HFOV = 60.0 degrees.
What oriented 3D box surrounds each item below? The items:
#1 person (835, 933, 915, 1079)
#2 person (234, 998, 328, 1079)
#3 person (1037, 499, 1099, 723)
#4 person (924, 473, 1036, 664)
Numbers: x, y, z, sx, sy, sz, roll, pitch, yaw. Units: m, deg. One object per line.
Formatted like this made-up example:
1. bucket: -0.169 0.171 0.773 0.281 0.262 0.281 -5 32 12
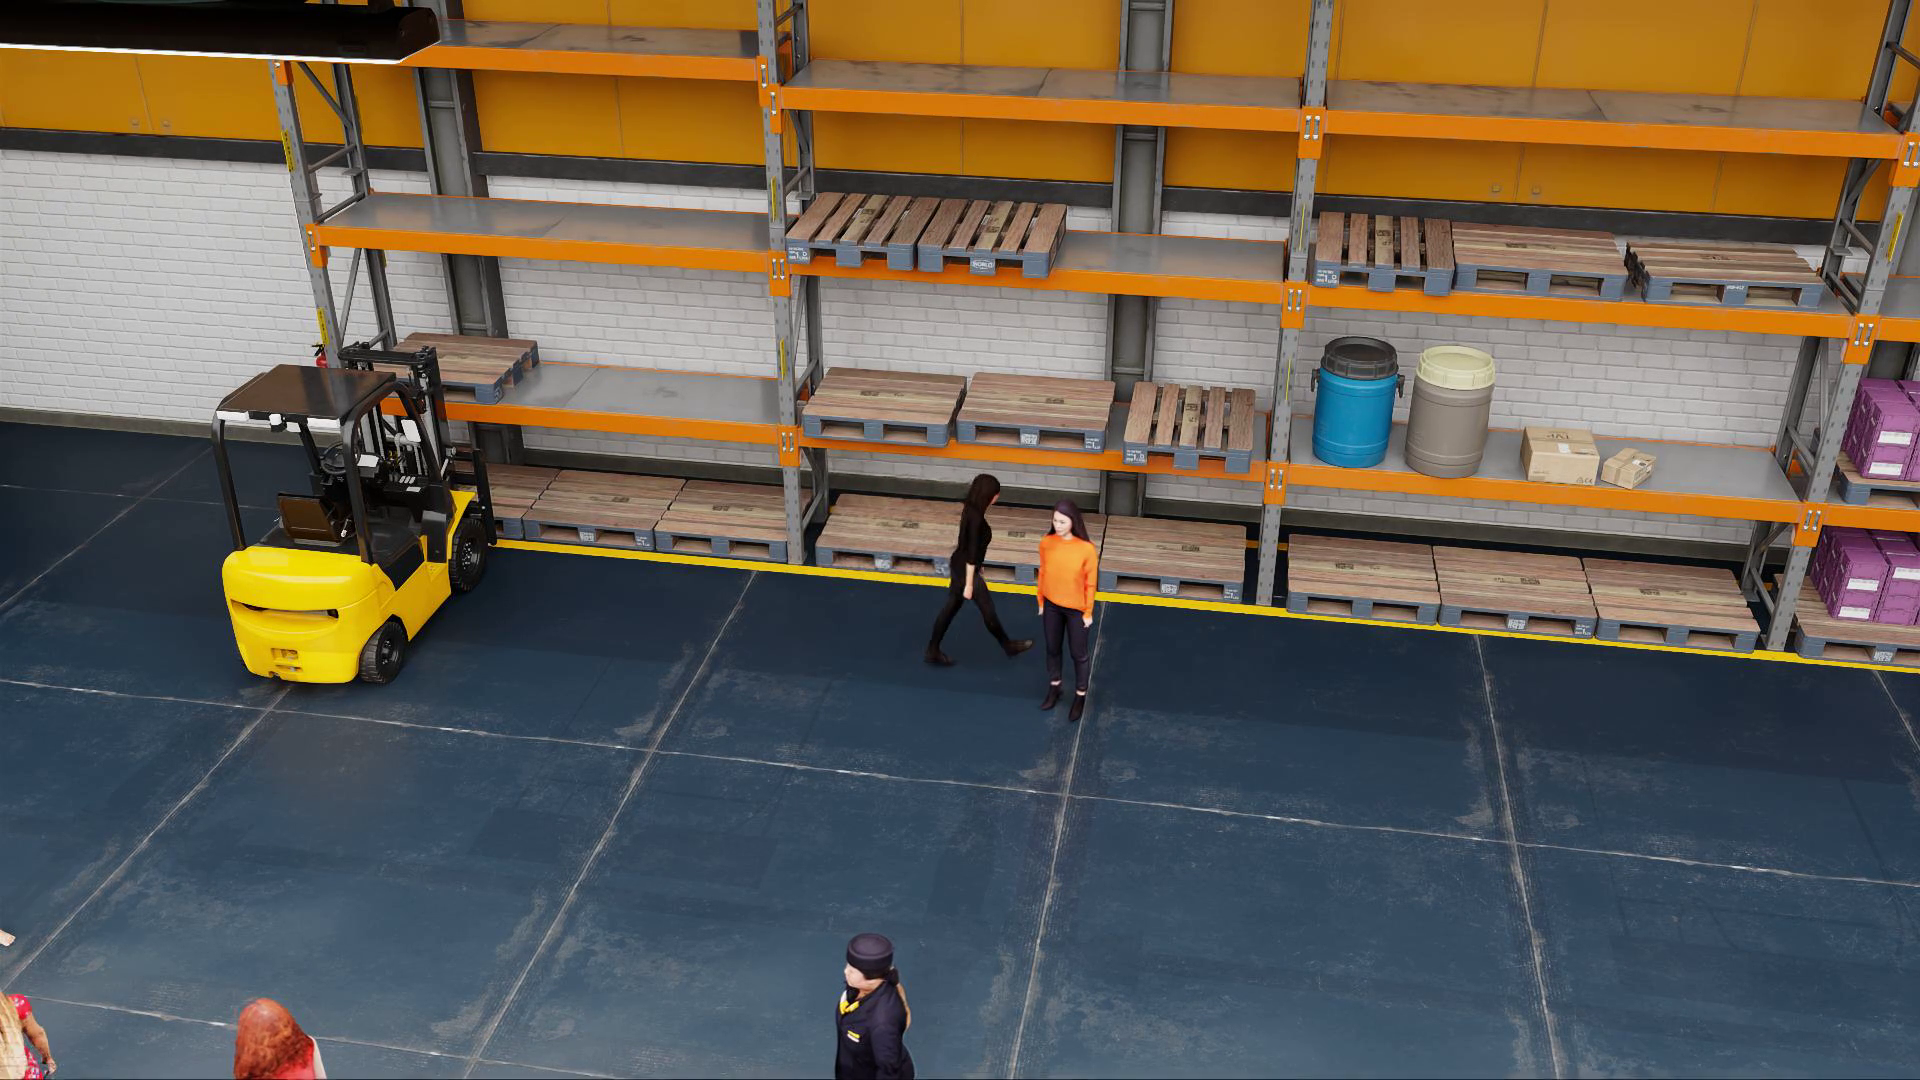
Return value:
1. person: -0.415 2.630 8.198 0.801 1.671 0.805 -9 30 -16
2. person: -3.047 2.822 7.683 0.618 1.828 0.648 16 32 26
3. person: 0.780 0.480 12.060 0.604 1.747 0.747 15 32 26
4. person: -0.029 0.267 12.615 1.172 1.590 0.874 -3 29 -5
